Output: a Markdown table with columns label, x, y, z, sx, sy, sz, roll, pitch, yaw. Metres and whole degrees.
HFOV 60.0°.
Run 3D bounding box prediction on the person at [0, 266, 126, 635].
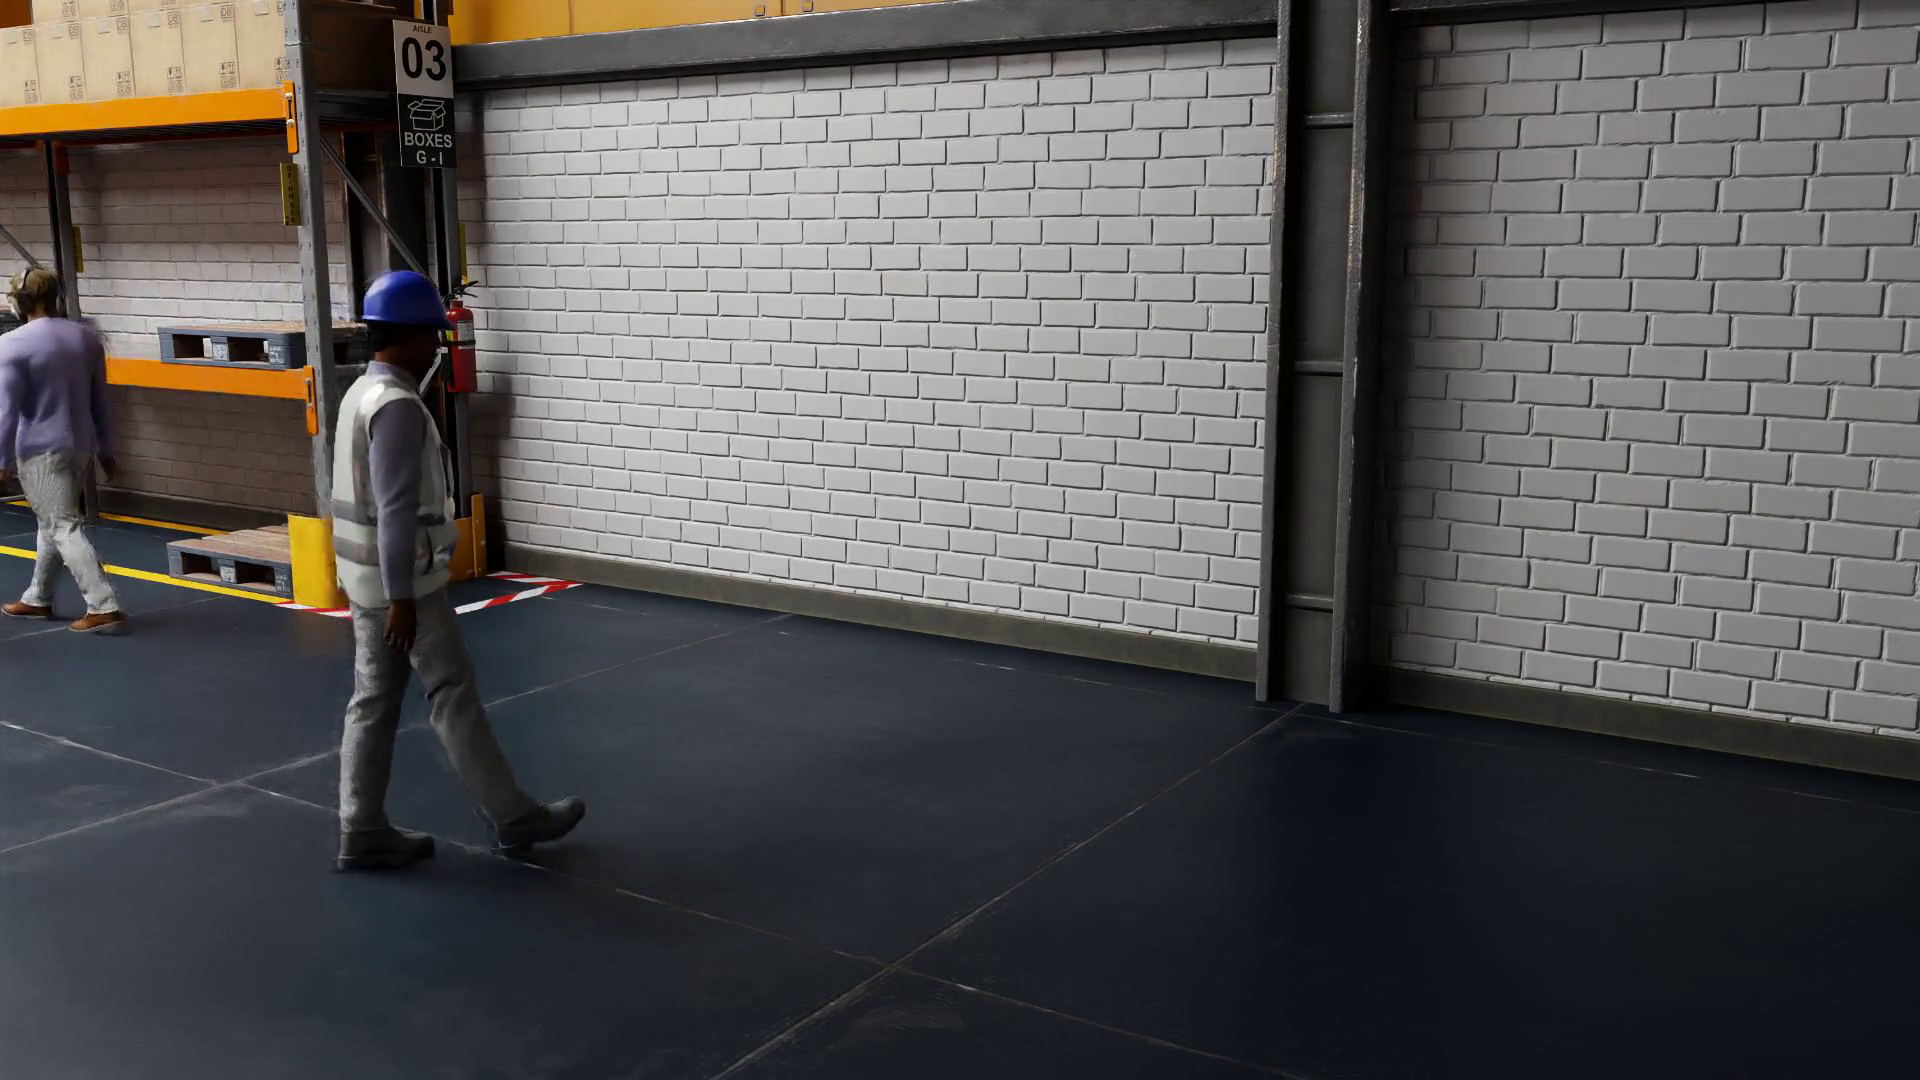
| label | x | y | z | sx | sy | sz | roll | pitch | yaw |
| --- | --- | --- | --- | --- | --- | --- | --- | --- | --- |
| person | -4.709 | -0.458 | 8.598 | 0.928 | 1.898 | 0.646 | 3 | 11 | 15 |

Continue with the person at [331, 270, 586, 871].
| label | x | y | z | sx | sy | sz | roll | pitch | yaw |
| --- | --- | --- | --- | --- | --- | --- | --- | --- | --- |
| person | -1.679 | 0.104 | 5.377 | 0.802 | 1.916 | 0.641 | -6 | 12 | -30 |
